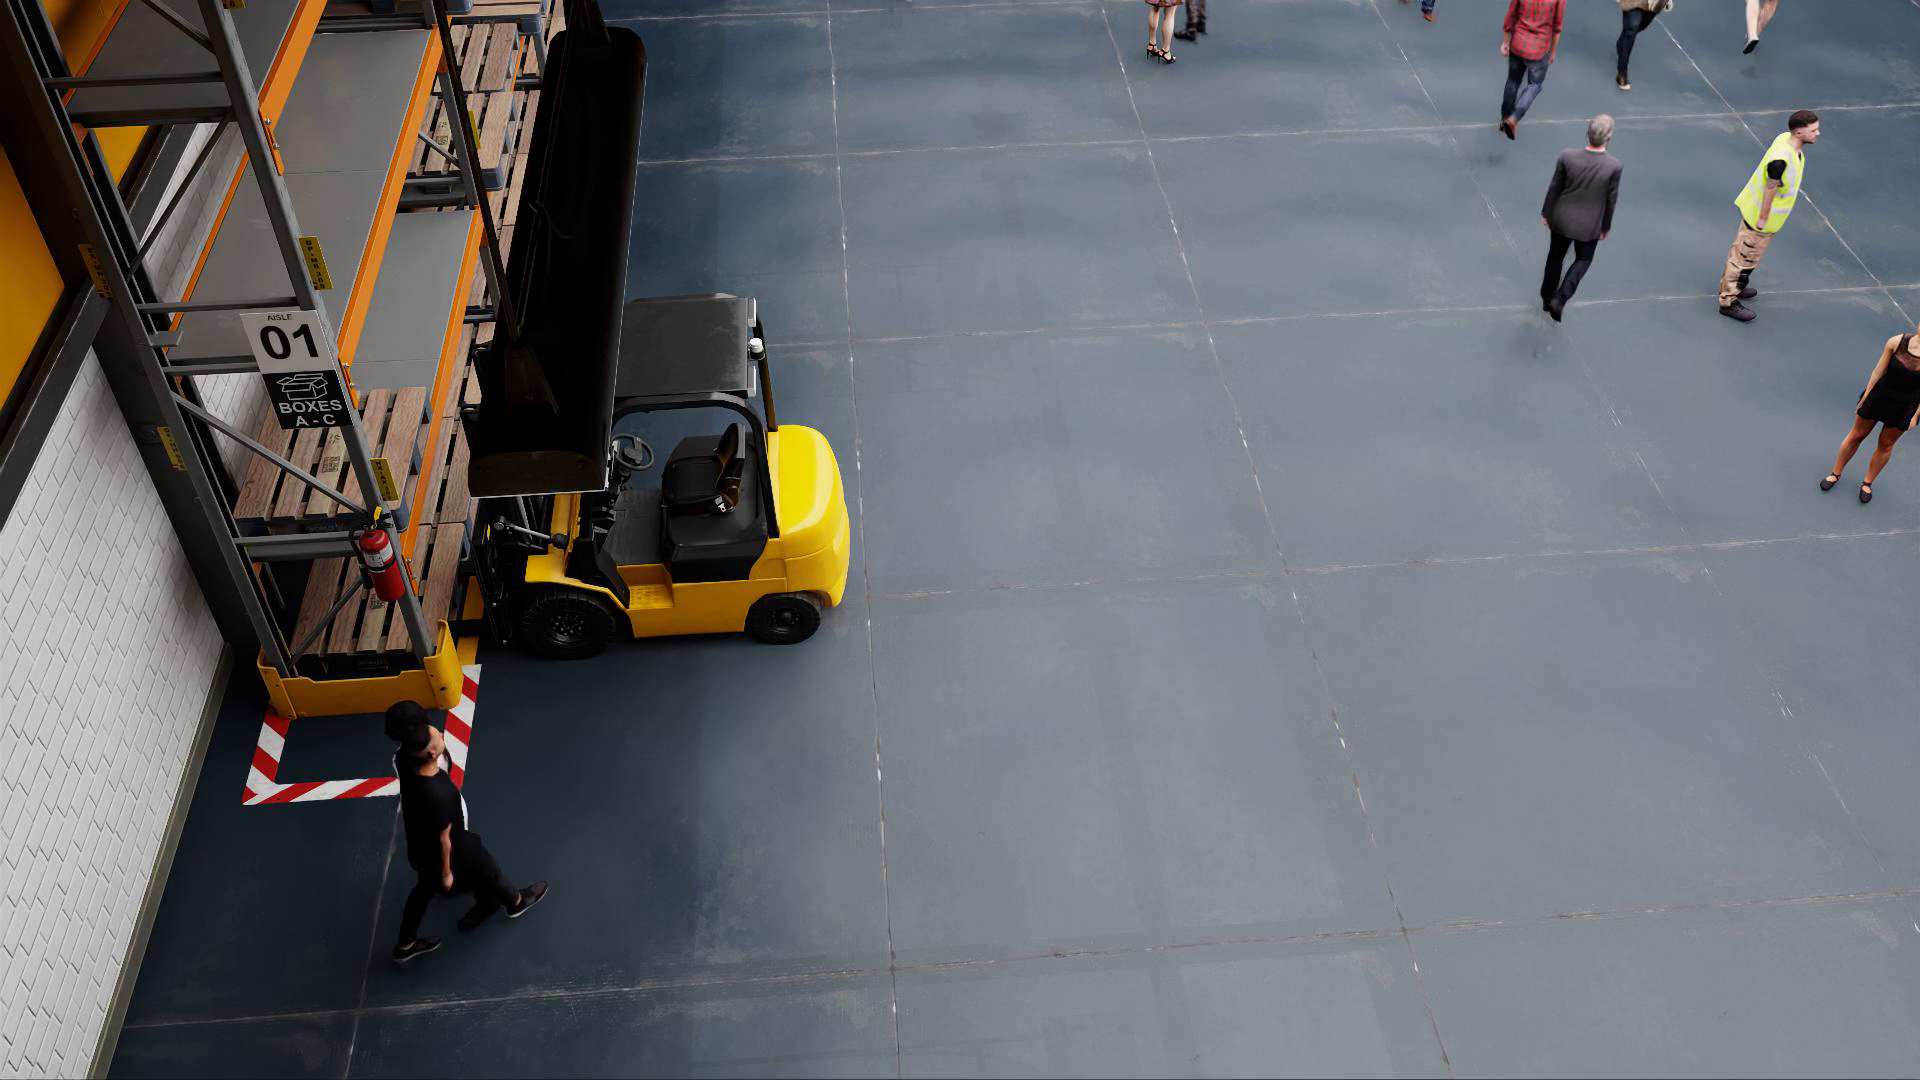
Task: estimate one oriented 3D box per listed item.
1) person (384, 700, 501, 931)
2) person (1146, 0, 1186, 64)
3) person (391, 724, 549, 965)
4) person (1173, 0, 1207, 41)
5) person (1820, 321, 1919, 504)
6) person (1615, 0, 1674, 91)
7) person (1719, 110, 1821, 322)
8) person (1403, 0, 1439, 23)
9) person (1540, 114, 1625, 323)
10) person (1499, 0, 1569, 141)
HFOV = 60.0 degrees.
[{"bbox_3d":[-2.869,1.504,9.236,0.742,1.807,0.610,-24,49,-23],"label":"person"},{"bbox_3d":[2.100,-5.690,16.811,0.859,1.774,0.782,-29,51,-27],"label":"person"},{"bbox_3d":[-2.906,1.670,9.053,1.197,1.819,1.221,-32,52,-29],"label":"person"},{"bbox_3d":[2.454,-6.051,17.235,0.721,1.713,0.648,24,49,23],"label":"person"},{"bbox_3d":[6.709,-0.998,11.959,0.679,1.673,0.725,24,49,23],"label":"person"},{"bbox_3d":[6.827,-5.540,16.592,0.685,1.860,1.128,-2,44,-3],"label":"person"},{"bbox_3d":[6.611,-2.695,13.616,0.898,1.845,0.815,18,47,18],"label":"person"},{"bbox_3d":[4.944,-6.497,17.660,0.697,1.772,1.145,-2,44,-2],"label":"person"},{"bbox_3d":[4.993,-2.564,13.494,0.984,1.824,1.061,23,48,22],"label":"person"},{"bbox_3d":[5.340,-4.607,15.645,0.983,1.815,1.063,25,49,24],"label":"person"}]
